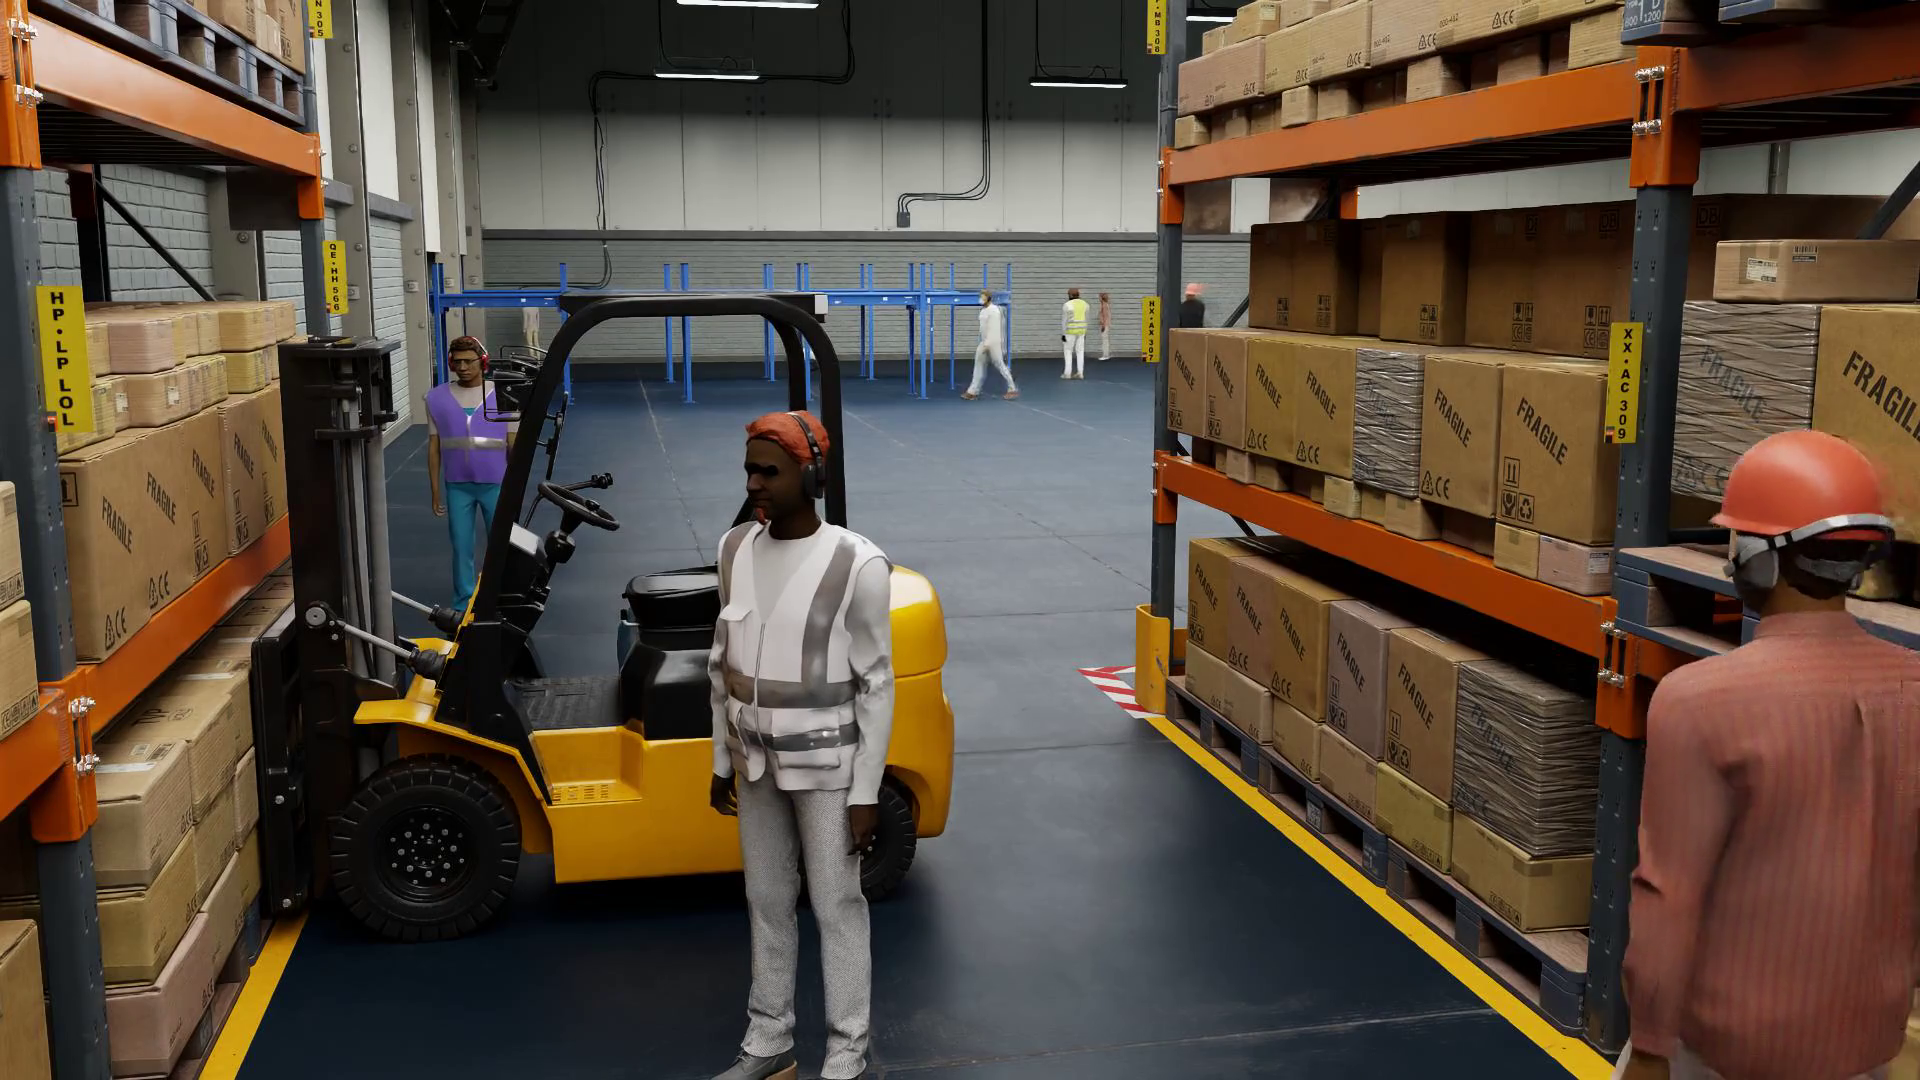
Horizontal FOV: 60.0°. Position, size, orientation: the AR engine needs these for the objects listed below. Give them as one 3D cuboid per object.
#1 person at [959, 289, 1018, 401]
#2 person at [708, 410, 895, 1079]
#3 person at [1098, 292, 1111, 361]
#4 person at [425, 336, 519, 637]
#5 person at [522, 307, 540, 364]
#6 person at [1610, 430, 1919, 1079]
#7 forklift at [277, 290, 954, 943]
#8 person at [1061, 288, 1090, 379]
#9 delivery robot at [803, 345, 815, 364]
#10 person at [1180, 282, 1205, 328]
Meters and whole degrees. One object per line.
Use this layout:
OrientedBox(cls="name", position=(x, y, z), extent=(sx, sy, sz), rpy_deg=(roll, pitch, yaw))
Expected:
OrientedBox(cls="person", position=(0.520, -3.310, 28.229), extent=(1.042, 1.895, 0.647), rpy_deg=(-5, 10, -26))
OrientedBox(cls="person", position=(-0.435, 0.602, 4.357), extent=(0.576, 1.883, 0.354), rpy_deg=(6, 11, 33))
OrientedBox(cls="person", position=(3.498, -5.179, 40.336), extent=(0.310, 1.638, 0.522), rpy_deg=(1, 9, 7))
OrientedBox(cls="person", position=(-2.952, -0.325, 10.156), extent=(0.560, 1.836, 0.380), rpy_deg=(-1, 9, -7))
OrientedBox(cls="person", position=(-9.810, -4.792, 37.991), extent=(0.266, 1.631, 0.507), rpy_deg=(5, 11, 28))
OrientedBox(cls="person", position=(1.390, 0.795, 2.890), extent=(0.646, 1.972, 0.458), rpy_deg=(-2, 10, -14))
OrientedBox(cls="forklift", position=(-1.179, 0.175, 6.143), extent=(2.313, 2.155, 1.214), rpy_deg=(-2, 10, -12))
OrientedBox(cls="person", position=(2.332, -4.169, 33.596), extent=(0.648, 1.829, 0.430), rpy_deg=(-5, 10, -27))
OrientedBox(cls="delivery robot", position=(-3.379, -4.030, 36.476), extent=(0.707, 0.478, 0.477), rpy_deg=(2, 10, 14))
OrientedBox(cls="person", position=(4.450, -3.941, 31.810), extent=(0.640, 1.971, 0.769), rpy_deg=(8, 12, 40))
